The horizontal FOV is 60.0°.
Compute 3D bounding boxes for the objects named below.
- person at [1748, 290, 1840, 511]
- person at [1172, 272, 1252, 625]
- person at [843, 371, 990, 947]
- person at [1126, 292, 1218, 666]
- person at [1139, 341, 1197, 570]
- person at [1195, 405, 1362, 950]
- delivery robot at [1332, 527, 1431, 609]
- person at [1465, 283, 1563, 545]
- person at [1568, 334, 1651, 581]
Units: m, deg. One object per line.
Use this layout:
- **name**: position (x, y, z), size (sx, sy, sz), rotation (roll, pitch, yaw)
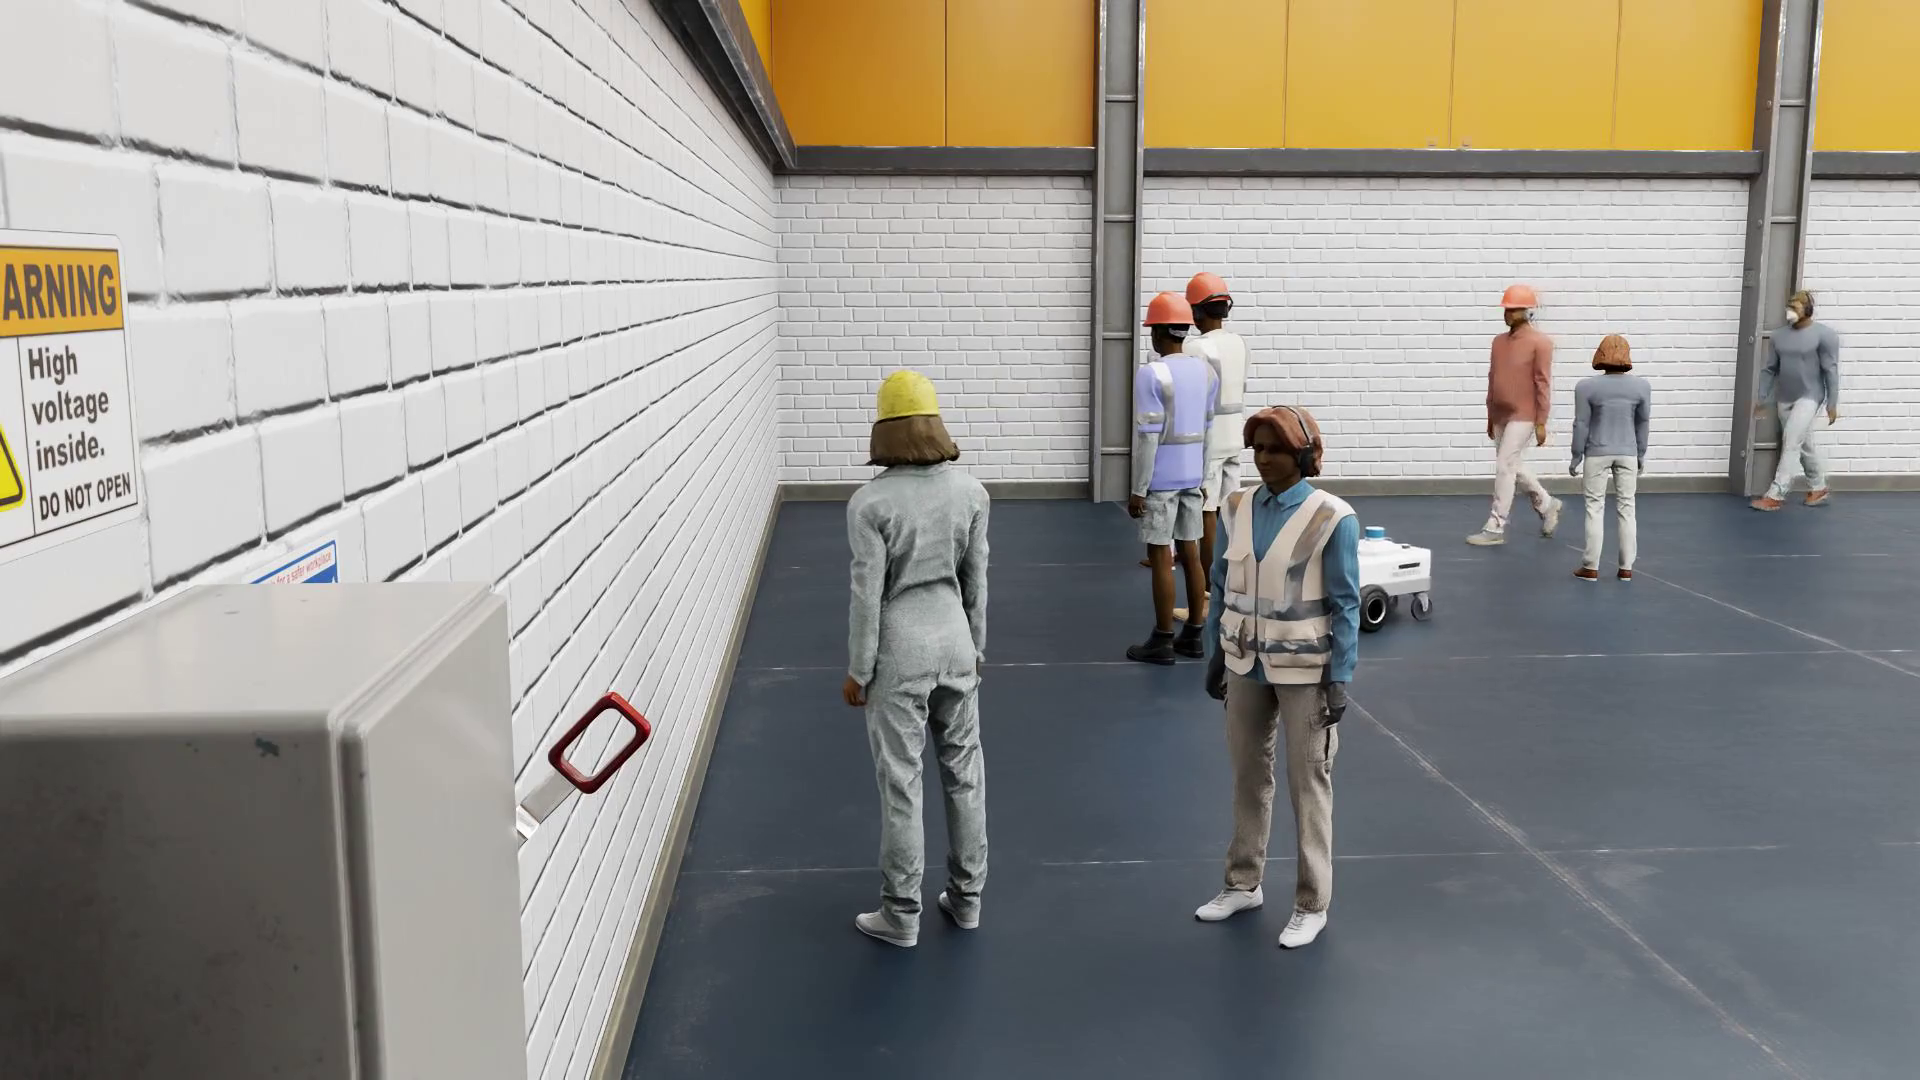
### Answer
- **person**: position (7.268, -1.202, 14.384), size (1.000, 1.896, 0.645), rotation (-4, 10, -22)
- **person**: position (1.436, -0.525, 9.655), size (0.395, 2.040, 0.609), rotation (7, 12, 39)
- **person**: position (-0.139, 0.359, 5.061), size (0.483, 1.736, 0.311), rotation (-6, 11, -32)
- **person**: position (1.080, -0.319, 8.685), size (0.552, 1.935, 0.369), rotation (-8, 12, -40)
- **person**: position (1.455, -0.709, 11.466), size (0.559, 1.868, 0.425), rotation (-7, 11, -36)
- **person**: position (0.969, 0.407, 5.063), size (0.306, 1.637, 0.523), rotation (-9, 12, -43)
- **delivery robot**: position (2.401, 0.167, 9.669), size (0.707, 0.478, 0.477), rotation (-6, 11, -33)
- **person**: position (4.243, -0.948, 12.563), size (0.890, 1.969, 0.621), rotation (-3, 10, -20)
- **person**: position (4.292, -0.538, 11.006), size (0.499, 1.634, 0.285), rotation (1, 9, 4)
